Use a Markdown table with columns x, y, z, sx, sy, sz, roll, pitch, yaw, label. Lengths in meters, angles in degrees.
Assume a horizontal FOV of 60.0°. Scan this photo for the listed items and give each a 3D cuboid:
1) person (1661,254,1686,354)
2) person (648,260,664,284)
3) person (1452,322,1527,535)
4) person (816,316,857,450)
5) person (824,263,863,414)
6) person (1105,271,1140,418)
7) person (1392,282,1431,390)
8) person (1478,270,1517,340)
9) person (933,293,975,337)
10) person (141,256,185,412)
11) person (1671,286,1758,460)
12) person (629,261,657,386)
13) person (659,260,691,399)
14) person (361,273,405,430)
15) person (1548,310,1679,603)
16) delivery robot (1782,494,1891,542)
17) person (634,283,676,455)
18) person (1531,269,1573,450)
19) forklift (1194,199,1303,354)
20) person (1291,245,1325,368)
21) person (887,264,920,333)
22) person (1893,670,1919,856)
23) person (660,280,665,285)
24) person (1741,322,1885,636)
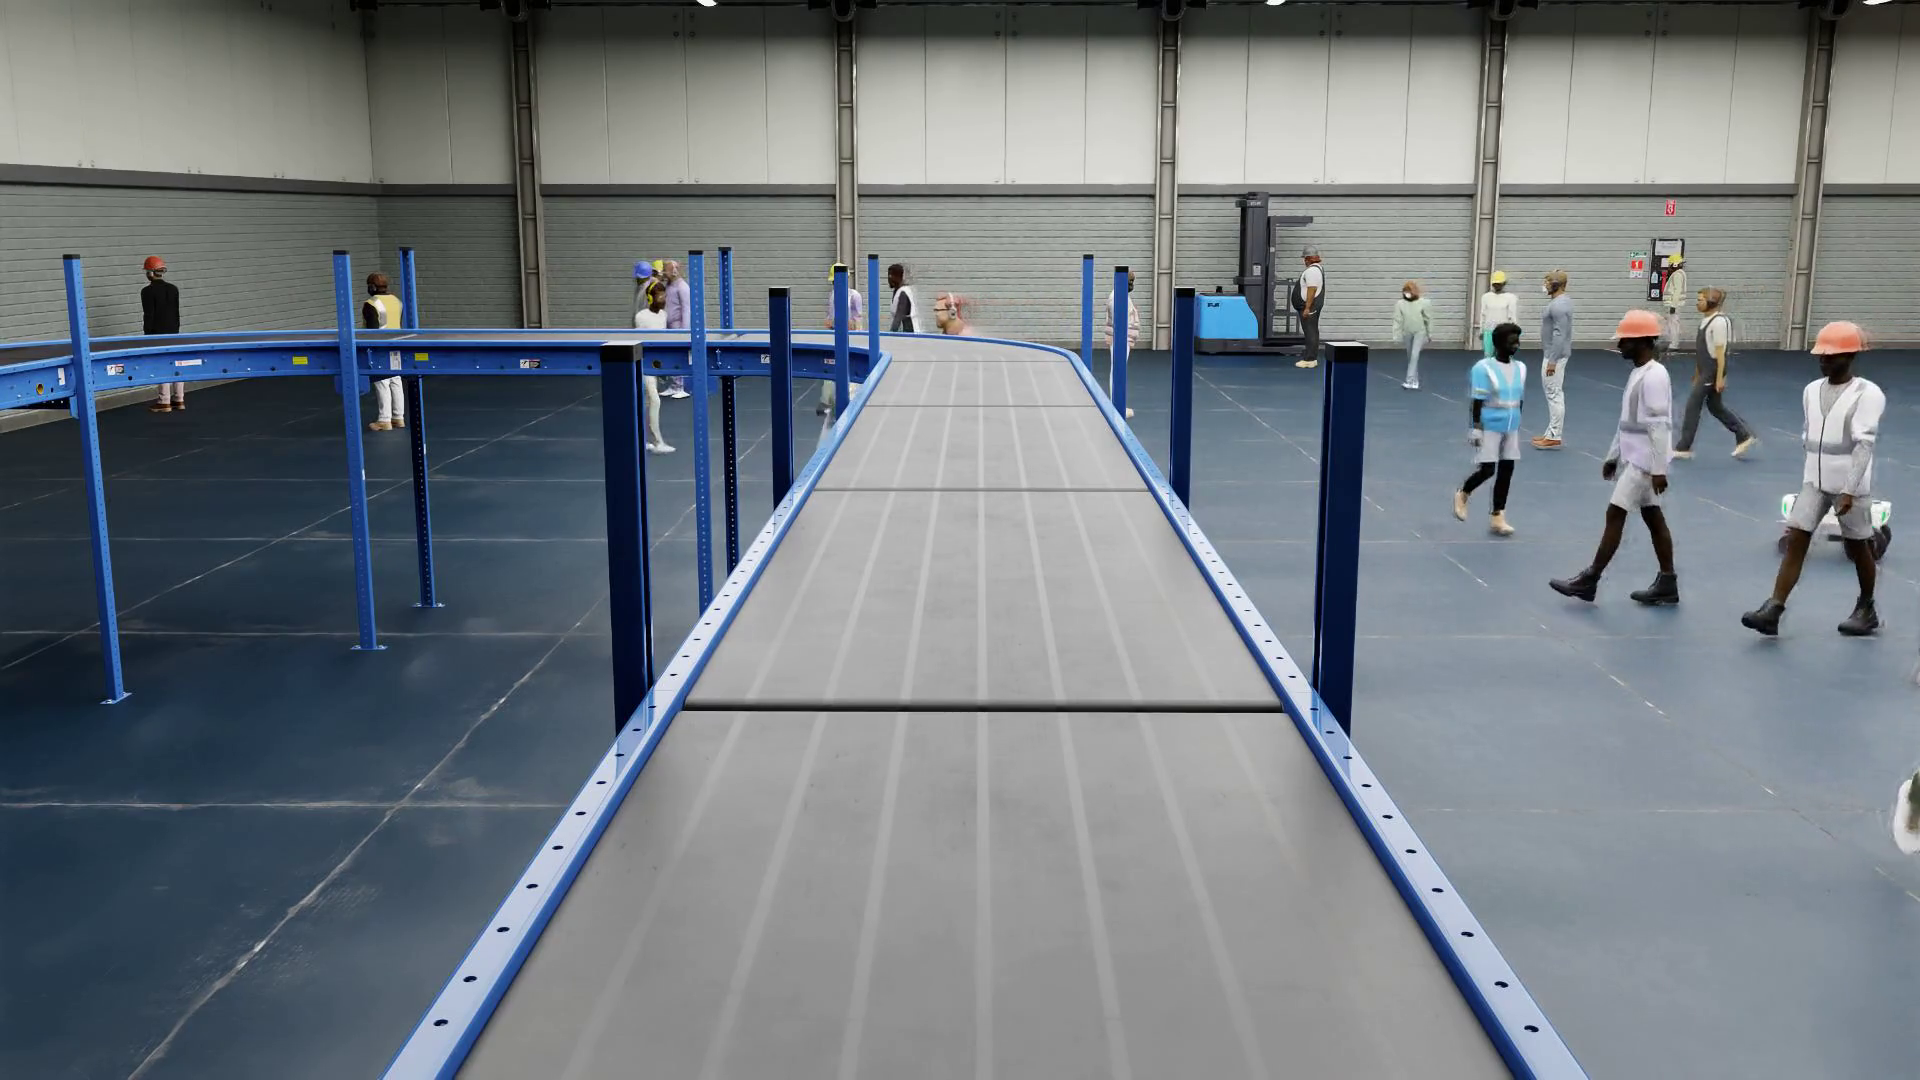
| x | y | z | sx | sy | sz | roll | pitch | yaw | label |
| --- | --- | --- | --- | --- | --- | --- | --- | --- | --- |
| 13.123 | -4.339 | 30.590 | 0.404 | 1.818 | 0.601 | 5 | 12 | 26 | person |
| -4.936 | -3.629 | 26.951 | 0.479 | 1.808 | 0.625 | -3 | 11 | -15 | person |
| 4.238 | -0.898 | 13.234 | 0.543 | 1.685 | 0.472 | -5 | 12 | -22 | person |
| -1.104 | -1.287 | 15.499 | 0.855 | 1.598 | 0.525 | 1 | 11 | 7 | person |
| -1.488 | -2.536 | 21.077 | 0.586 | 1.917 | 0.381 | 11 | 15 | 43 | person |
| 2.049 | -2.478 | 20.995 | 0.429 | 1.837 | 0.621 | 1 | 11 | 7 | person |
| 6.545 | -2.953 | 24.114 | 0.508 | 1.558 | 0.907 | 6 | 13 | 29 | person |
| 7.881 | -3.076 | 24.346 | 0.528 | 1.734 | 0.678 | 7 | 13 | 32 | person |
| -0.145 | -1.088 | 13.741 | 0.762 | 1.883 | 0.659 | -2 | 11 | -12 | person |
| -10.361 | -2.673 | 21.578 | 0.376 | 1.995 | 0.612 | 3 | 11 | 14 | person |
| 7.852 | -1.728 | 17.245 | 0.920 | 1.813 | 0.533 | 2 | 11 | 12 | person |
| -4.328 | -2.841 | 22.701 | 0.376 | 1.911 | 0.765 | -7 | 13 | -34 | person |
| -3.987 | -2.929 | 23.130 | 0.403 | 1.904 | 0.652 | -8 | 14 | -35 | person |
| -6.854 | -2.233 | 19.716 | 0.429 | 1.841 | 0.633 | 3 | 11 | 15 | person |
| 4.304 | -0.530 | 10.804 | 0.912 | 1.897 | 0.569 | 3 | 11 | 16 | person |
| 6.548 | -0.199 | 12.446 | 0.707 | 0.478 | 0.477 | 7 | 13 | 32 | delivery robot |
| -3.309 | -1.823 | 17.717 | 0.679 | 1.814 | 0.510 | 4 | 12 | 20 | person |
| 6.453 | -1.963 | 18.080 | 0.356 | 1.936 | 0.638 | 4 | 12 | 20 | person |
| 5.313 | -4.851 | 30.603 | 1.873 | 2.768 | 1.129 | 0 | 11 | 1 | forklift |
| 5.832 | -3.912 | 27.938 | 0.536 | 2.000 | 0.688 | 5 | 12 | 22 | person |
| -0.868 | -2.761 | 22.374 | 1.011 | 1.858 | 0.591 | -3 | 11 | -14 | person |
| 3.762 | 0.412 | 6.082 | 0.531 | 1.858 | 0.609 | 1 | 11 | 3 | person |
| -5.067 | -3.761 | 27.772 | 0.520 | 1.753 | 0.552 | 2 | 11 | 8 | person |
| 5.174 | -0.345 | 9.907 | 1.016 | 1.883 | 0.563 | -5 | 12 | -24 | person |
